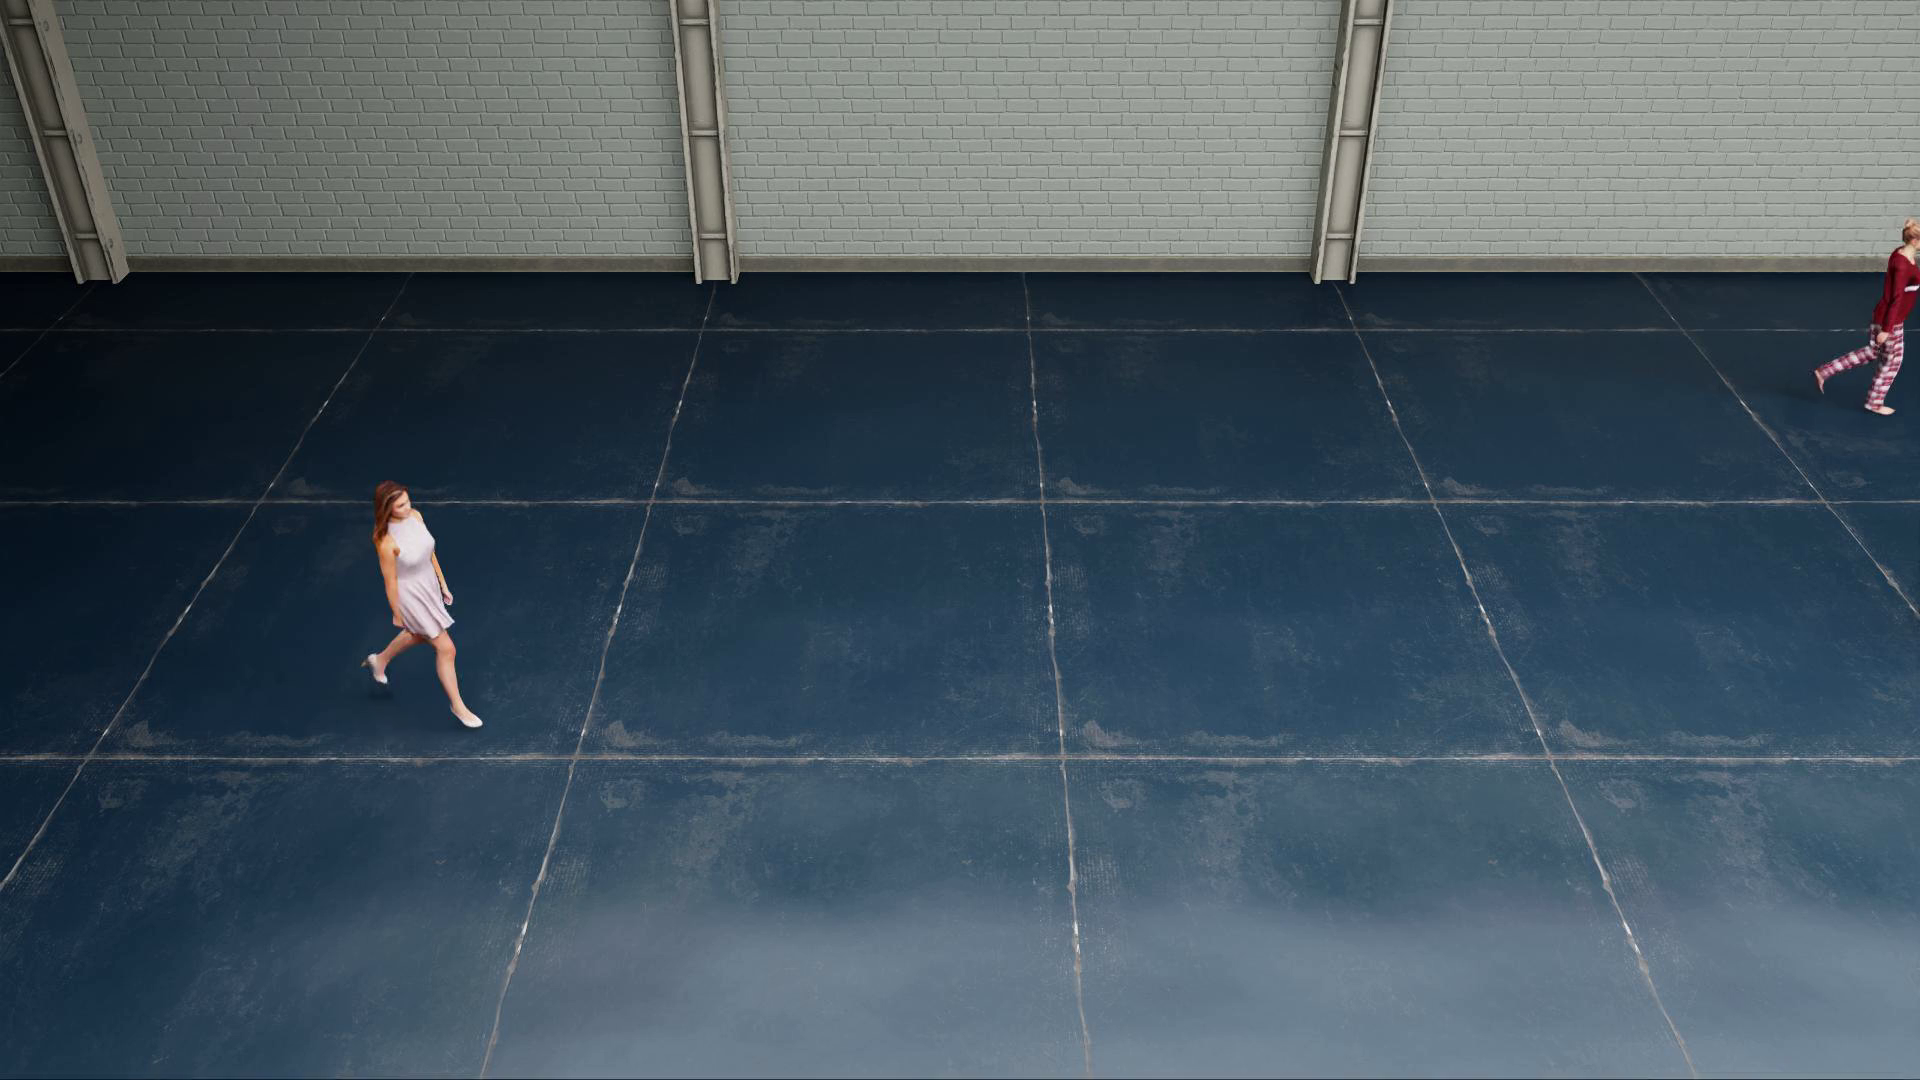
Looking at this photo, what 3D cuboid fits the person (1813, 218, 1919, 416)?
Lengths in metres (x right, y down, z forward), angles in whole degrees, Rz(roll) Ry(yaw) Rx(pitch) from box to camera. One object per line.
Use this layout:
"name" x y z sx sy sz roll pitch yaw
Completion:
"person" 7.490 -1.822 13.551 0.995 1.678 0.807 11 35 17

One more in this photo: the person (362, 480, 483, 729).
"person" -3.373 0.369 10.130 1.168 1.735 0.804 10 34 15
